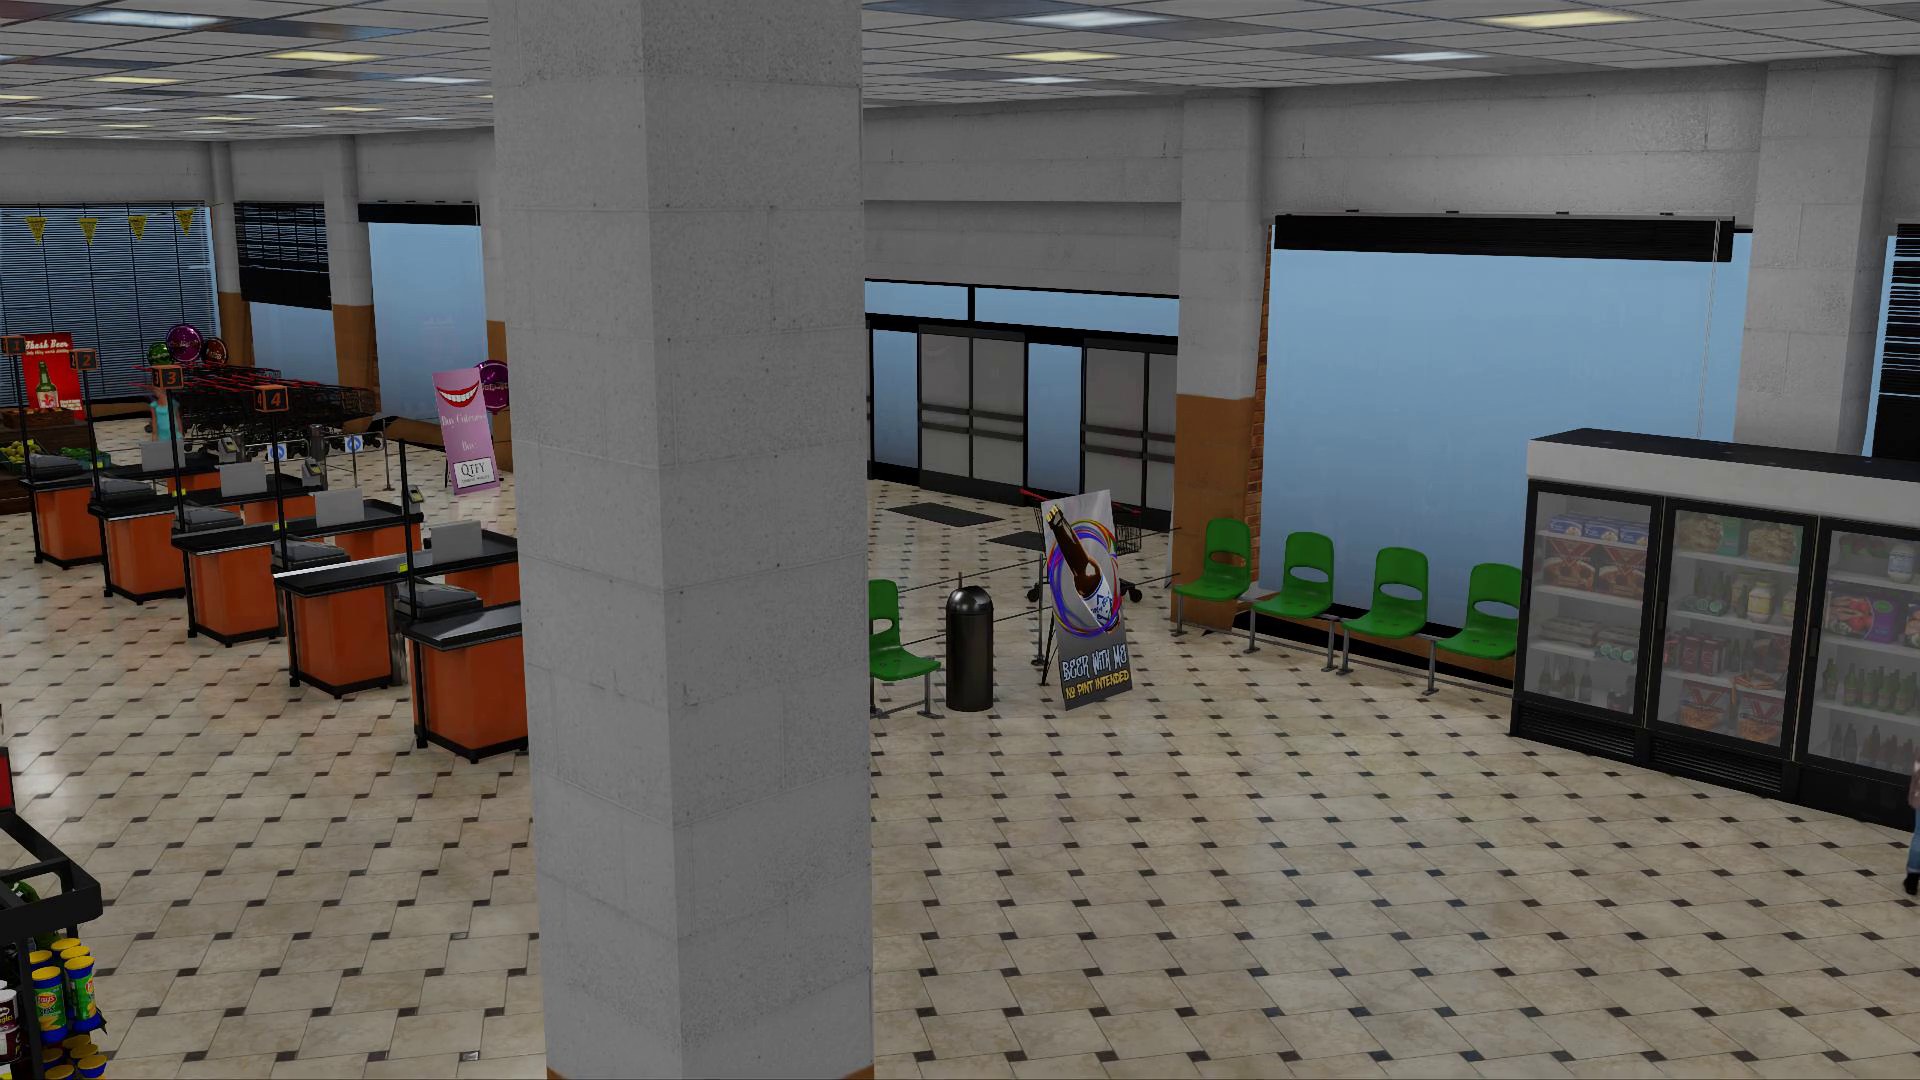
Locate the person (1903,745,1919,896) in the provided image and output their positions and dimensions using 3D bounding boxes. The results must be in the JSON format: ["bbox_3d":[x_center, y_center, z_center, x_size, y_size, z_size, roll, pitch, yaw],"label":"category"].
[{"bbox_3d":[5.779,1.528,9.802,0.513,1.193,0.500,8,14,34],"label":"person"}]
